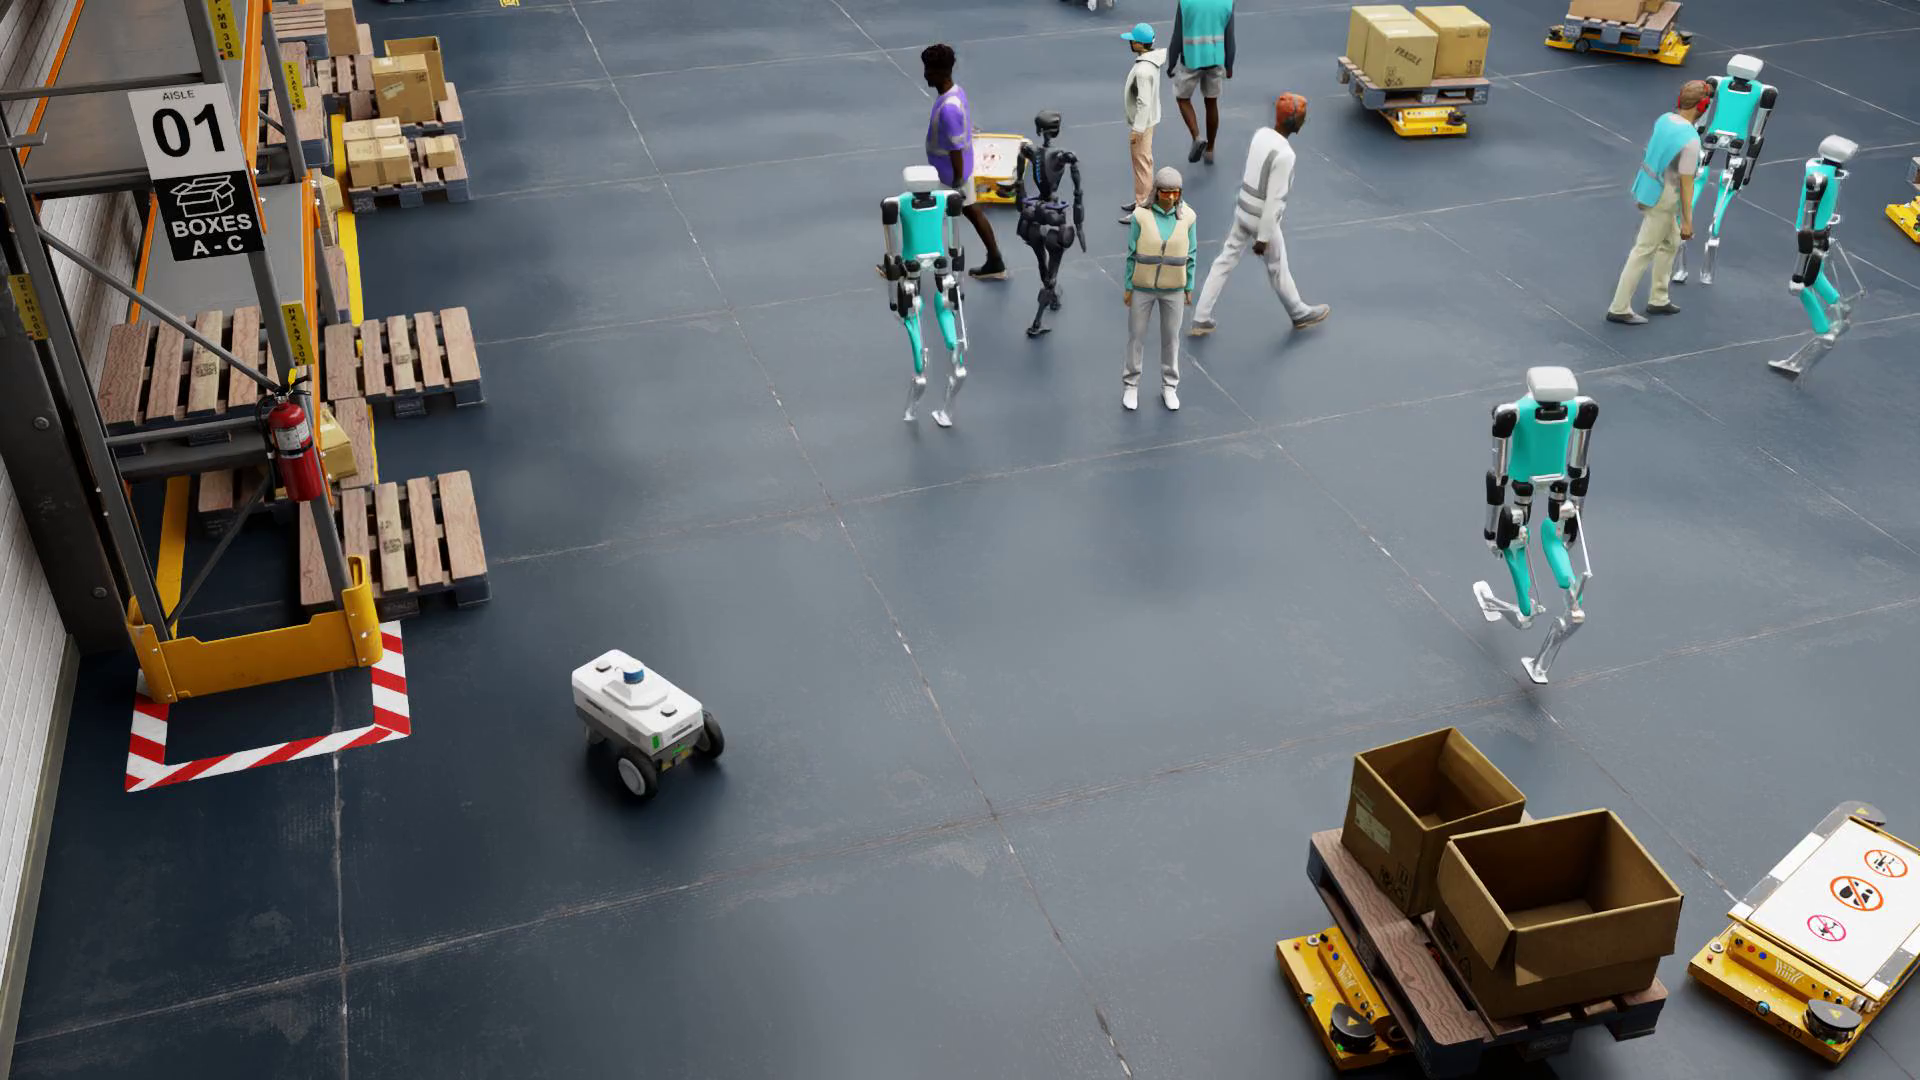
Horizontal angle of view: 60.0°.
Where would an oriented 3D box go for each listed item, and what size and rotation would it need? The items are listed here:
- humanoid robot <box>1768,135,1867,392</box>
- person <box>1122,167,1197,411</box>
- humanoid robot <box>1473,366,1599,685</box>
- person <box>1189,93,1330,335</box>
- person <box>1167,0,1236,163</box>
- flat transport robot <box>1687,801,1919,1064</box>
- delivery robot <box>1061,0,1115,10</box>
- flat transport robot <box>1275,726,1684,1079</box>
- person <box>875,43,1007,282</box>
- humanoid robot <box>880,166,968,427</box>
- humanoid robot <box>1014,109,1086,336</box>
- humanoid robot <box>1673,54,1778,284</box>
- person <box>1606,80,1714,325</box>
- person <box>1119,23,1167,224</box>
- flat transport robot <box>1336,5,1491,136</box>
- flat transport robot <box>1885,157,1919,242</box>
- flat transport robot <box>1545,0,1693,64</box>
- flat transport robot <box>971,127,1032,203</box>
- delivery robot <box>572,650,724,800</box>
[{"bbox_3d":[5.946,-1.819,11.345,0.680,1.836,0.555,20,38,28],"label":"humanoid robot"},{"bbox_3d":[1.327,-1.683,11.124,0.465,1.706,0.368,0,33,0],"label":"person"},{"bbox_3d":[2.981,-0.019,8.526,0.558,1.714,1.031,-3,33,-5],"label":"humanoid robot"},{"bbox_3d":[2.189,-2.333,12.019,1.077,1.814,0.622,-11,35,-16],"label":"person"},{"bbox_3d":[2.183,-4.303,14.951,0.626,1.910,0.555,-4,33,-6],"label":"person"},{"bbox_3d":[3.871,1.673,7.292,1.431,0.231,0.659,-26,41,-33],"label":"flat transport robot"},{"bbox_3d":[1.516,-6.677,19.840,0.499,0.597,0.779,-19,38,-26],"label":"delivery robot"},{"bbox_3d":[2.143,1.816,7.073,1.431,0.231,0.659,-8,34,-12],"label":"flat transport robot"},{"bbox_3d":[-0.109,-2.871,12.773,1.054,1.906,0.635,2,33,4],"label":"person"},{"bbox_3d":[-0.178,-1.488,10.801,0.549,1.796,0.674,-8,34,-13],"label":"humanoid robot"},{"bbox_3d":[0.674,-2.361,12.220,0.599,1.627,0.711,20,38,28],"label":"humanoid robot"},{"bbox_3d":[5.759,-2.758,12.731,0.540,1.788,0.668,18,37,25],"label":"humanoid robot"},{"bbox_3d":[5.246,-2.453,12.210,0.738,1.805,0.657,1,33,2],"label":"person"},{"bbox_3d":[1.492,-3.472,13.895,0.379,1.674,0.476,6,34,10],"label":"person"},{"bbox_3d":[4.456,-4.342,16.518,0.659,0.231,1.431,-4,33,-6],"label":"flat transport robot"},{"bbox_3d":[8.656,-2.683,13.973,1.431,0.231,0.659,2,33,3],"label":"flat transport robot"},{"bbox_3d":[7.249,-5.505,18.301,1.431,0.231,0.659,17,37,24],"label":"flat transport robot"},{"bbox_3d":[0.264,-3.391,15.060,0.659,0.231,1.431,4,33,6],"label":"flat transport robot"},{"bbox_3d":[-1.575,0.877,8.256,0.771,0.600,0.501,27,42,35],"label":"delivery robot"}]
